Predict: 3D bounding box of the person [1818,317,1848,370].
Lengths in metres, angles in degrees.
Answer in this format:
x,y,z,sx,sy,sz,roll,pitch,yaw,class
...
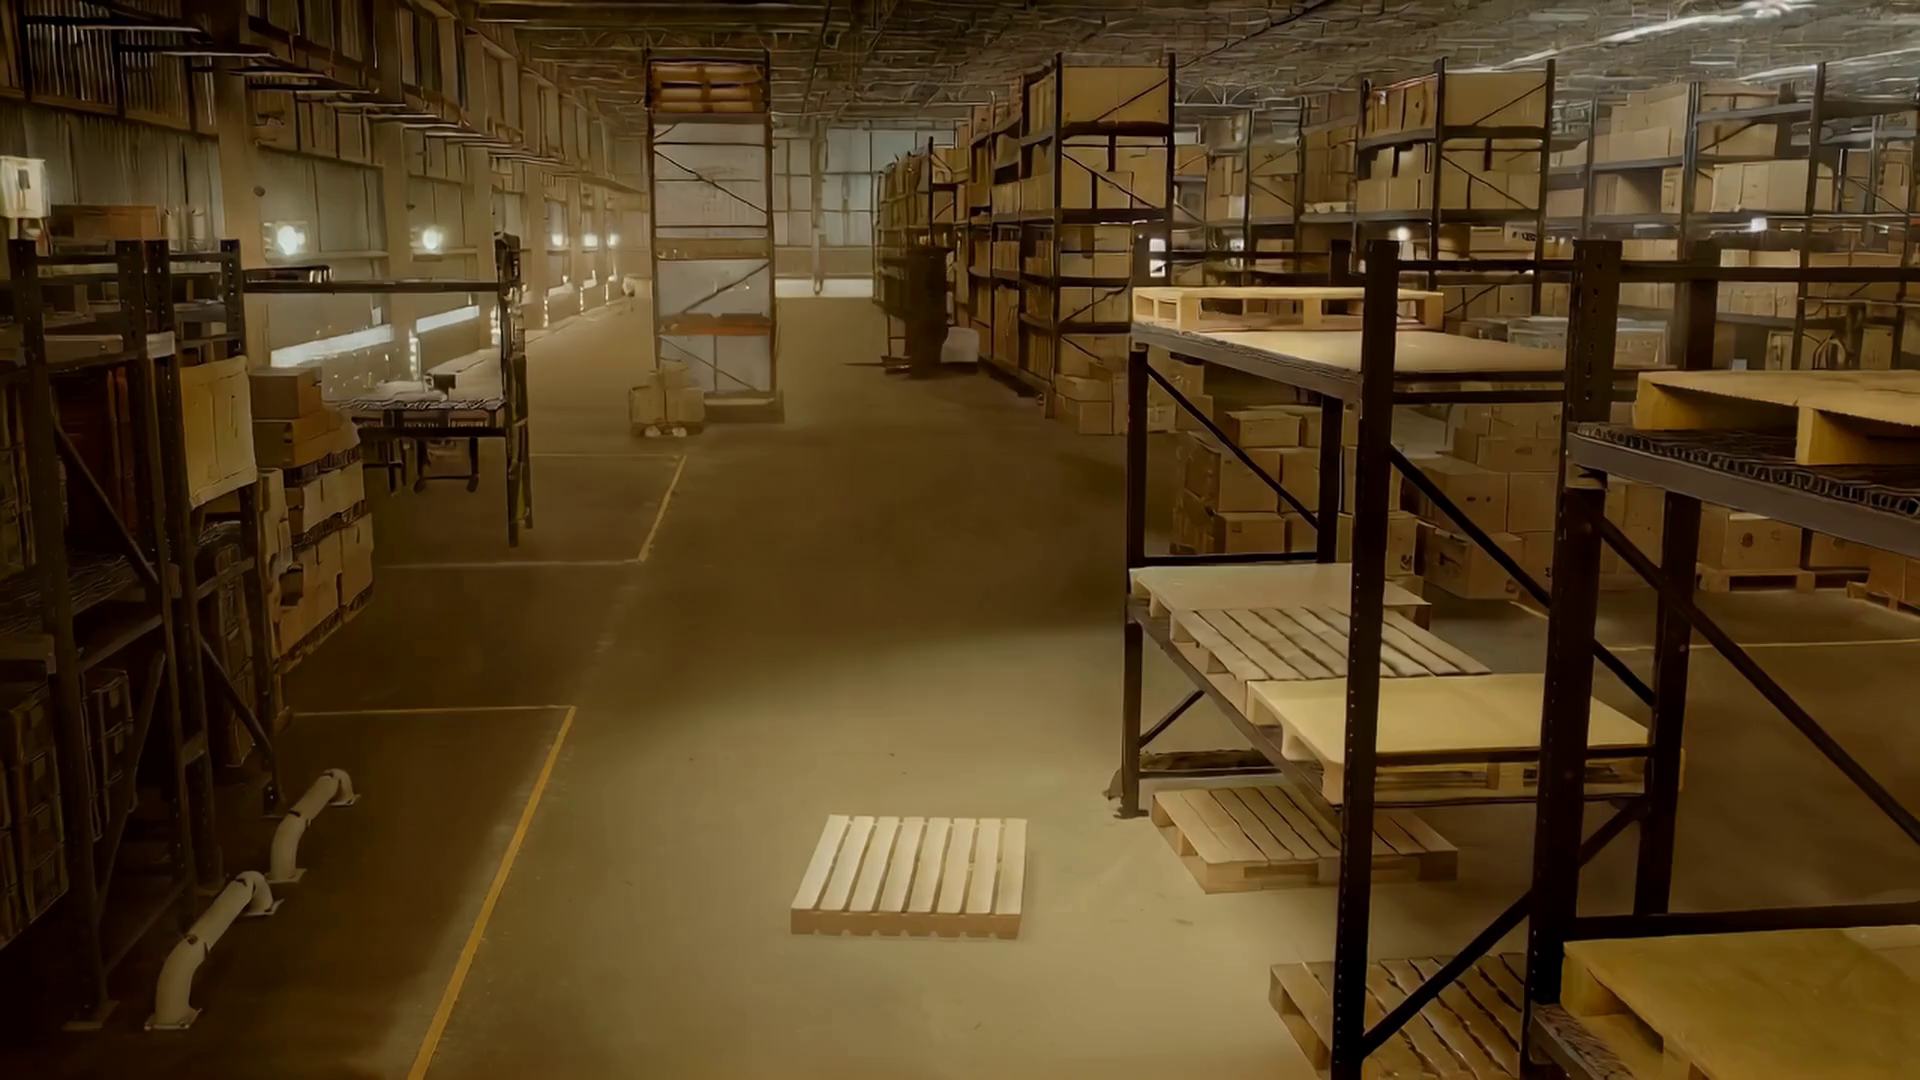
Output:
x,y,z,sx,sy,sz,roll,pitch,yaw,class
12.855,-2.336,24.580,0.389,1.910,0.590,6,12,31,person

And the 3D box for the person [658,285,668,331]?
x,y,z,sx,sy,sz,roll,pitch,yaw,class
-9.865,-7.859,55.406,0.566,1.827,0.690,-3,11,-15,person

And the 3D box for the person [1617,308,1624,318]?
x,y,z,sx,sy,sz,roll,pitch,yaw,class
11.599,-3.186,29.485,0.621,1.838,0.429,10,14,43,person

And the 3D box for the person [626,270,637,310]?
x,y,z,sx,sy,sz,roll,pitch,yaw,class
-14.197,-10.795,71.935,0.483,1.735,0.340,-7,13,-36,person

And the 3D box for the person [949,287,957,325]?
x,y,z,sx,sy,sz,roll,pitch,yaw,class
-0.199,-6.759,49.137,0.735,1.887,0.652,-2,10,-9,person

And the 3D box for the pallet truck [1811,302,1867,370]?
x,y,z,sx,sy,sz,roll,pitch,yaw,class
15.846,-3.142,28.793,1.885,1.965,0.823,2,10,12,pallet truck

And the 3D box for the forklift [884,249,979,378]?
x,y,z,sx,sy,sz,roll,pitch,yaw,class
-0.605,-5.064,36.993,1.873,2.768,1.129,-6,12,-31,forklift

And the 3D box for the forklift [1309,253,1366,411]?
x,y,z,sx,sy,sz,roll,pitch,yaw,class
6.442,-3.402,27.783,1.129,2.768,1.873,-1,10,-6,forklift
